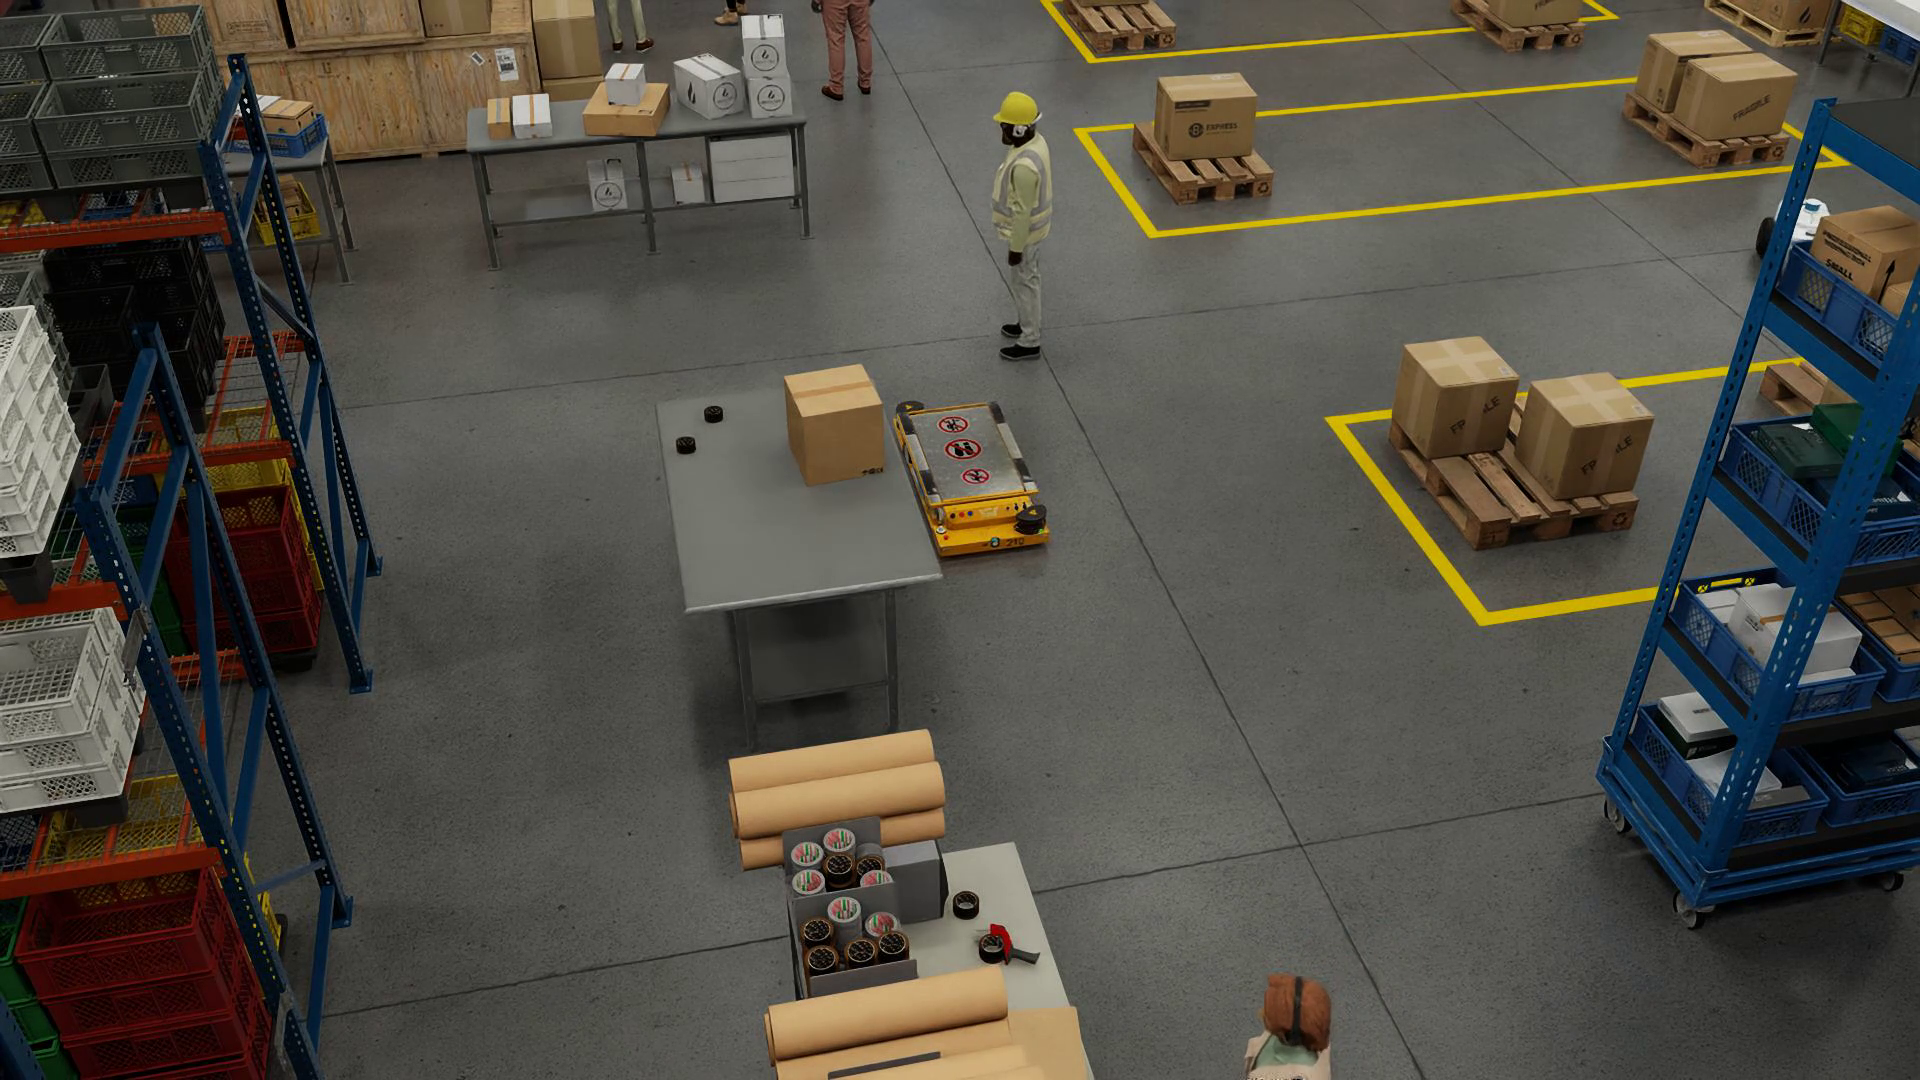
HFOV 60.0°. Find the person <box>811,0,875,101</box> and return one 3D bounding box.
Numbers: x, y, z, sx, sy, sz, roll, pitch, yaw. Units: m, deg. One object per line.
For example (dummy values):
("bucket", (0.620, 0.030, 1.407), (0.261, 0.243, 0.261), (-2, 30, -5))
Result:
("person", (-1.031, -4.867, 14.708), (0.643, 1.913, 0.408), (-17, 40, -22))

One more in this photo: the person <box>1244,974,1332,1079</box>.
("person", (1.079, 2.050, 5.644), (0.312, 1.633, 0.521), (9, 38, 12))

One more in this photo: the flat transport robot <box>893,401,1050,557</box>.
("flat transport robot", (0.046, -0.430, 10.108), (0.652, 0.197, 1.431), (-8, 37, -10))

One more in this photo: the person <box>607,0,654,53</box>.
("person", (-3.211, -5.526, 15.631), (0.513, 1.868, 0.328), (1, 37, 2))

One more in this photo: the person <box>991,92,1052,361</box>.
("person", (0.404, -2.083, 11.042), (0.403, 1.825, 0.596), (3, 37, 4))

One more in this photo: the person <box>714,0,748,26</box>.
("person", (-2.332, -5.950, 16.349), (0.323, 1.687, 0.537), (9, 38, 12))

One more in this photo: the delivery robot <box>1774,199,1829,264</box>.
("delivery robot", (6.233, -2.277, 12.279), (0.477, 0.478, 0.707), (11, 38, 15))
